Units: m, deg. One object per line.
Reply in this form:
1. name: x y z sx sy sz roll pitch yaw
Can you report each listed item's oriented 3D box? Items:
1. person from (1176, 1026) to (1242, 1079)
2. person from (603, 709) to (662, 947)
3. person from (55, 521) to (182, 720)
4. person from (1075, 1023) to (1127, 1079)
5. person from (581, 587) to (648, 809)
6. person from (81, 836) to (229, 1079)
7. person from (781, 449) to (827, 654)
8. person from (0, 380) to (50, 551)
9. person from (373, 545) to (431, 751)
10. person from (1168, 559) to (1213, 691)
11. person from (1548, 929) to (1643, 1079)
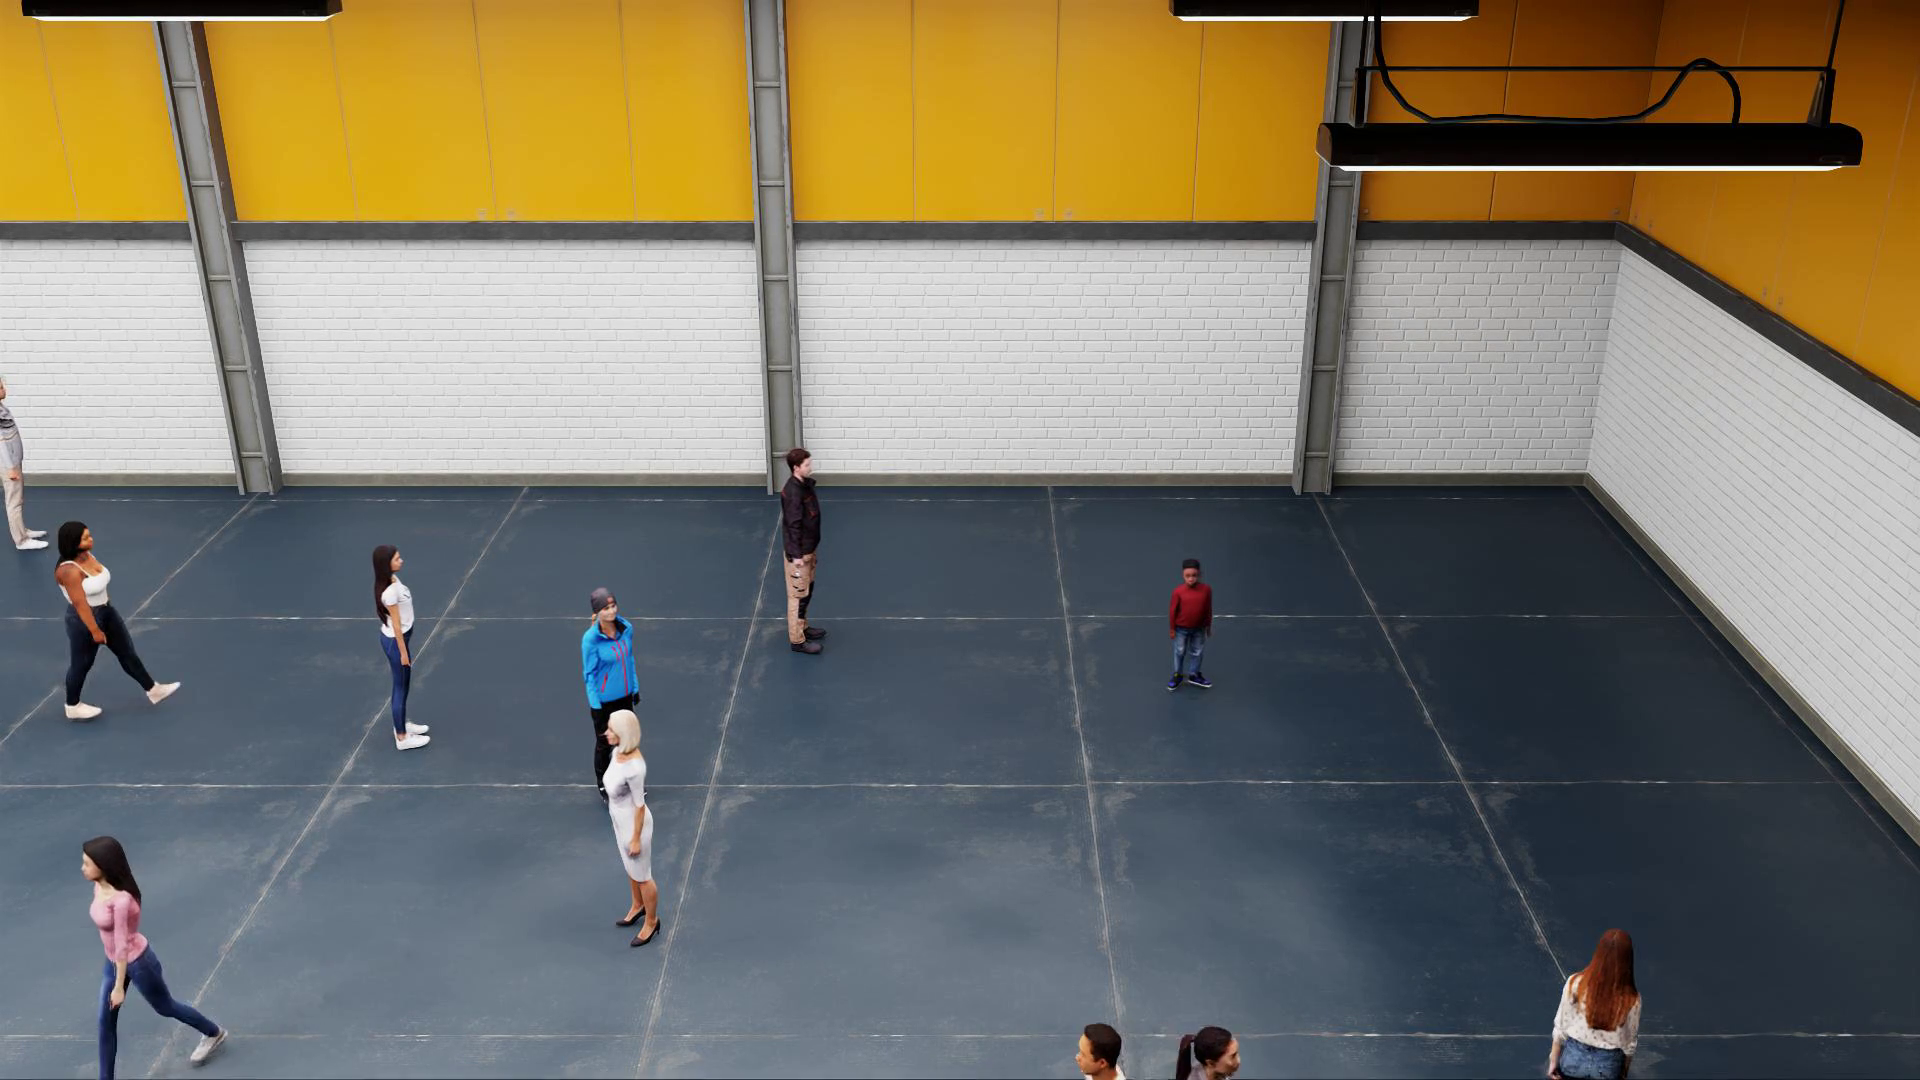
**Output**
1. person: 1.119 3.135 8.454 0.905 1.656 0.822 14 27 29
2. person: -2.197 1.905 11.147 0.657 1.752 0.639 -13 27 -28
3. person: -7.358 0.706 13.873 1.144 1.766 0.694 -2 24 -4
4. person: 0.899 3.151 8.305 1.314 1.744 0.976 -10 26 -22
5. person: -2.666 1.193 12.718 0.735 1.797 0.689 20 30 38
6. person: -4.818 2.502 9.845 1.108 1.700 1.089 18 30 36
7. person: -1.446 0.074 15.122 0.587 1.923 0.706 1 24 3
8. person: -9.888 -0.821 17.246 0.764 1.861 0.767 -14 27 -28
9. person: -4.587 0.859 13.513 0.623 1.774 0.643 -9 25 -20
10. person: 2.005 0.725 14.475 0.442 1.249 0.627 -4 24 -10
11. person: 3.389 2.873 8.969 0.723 1.723 0.780 13 27 27
